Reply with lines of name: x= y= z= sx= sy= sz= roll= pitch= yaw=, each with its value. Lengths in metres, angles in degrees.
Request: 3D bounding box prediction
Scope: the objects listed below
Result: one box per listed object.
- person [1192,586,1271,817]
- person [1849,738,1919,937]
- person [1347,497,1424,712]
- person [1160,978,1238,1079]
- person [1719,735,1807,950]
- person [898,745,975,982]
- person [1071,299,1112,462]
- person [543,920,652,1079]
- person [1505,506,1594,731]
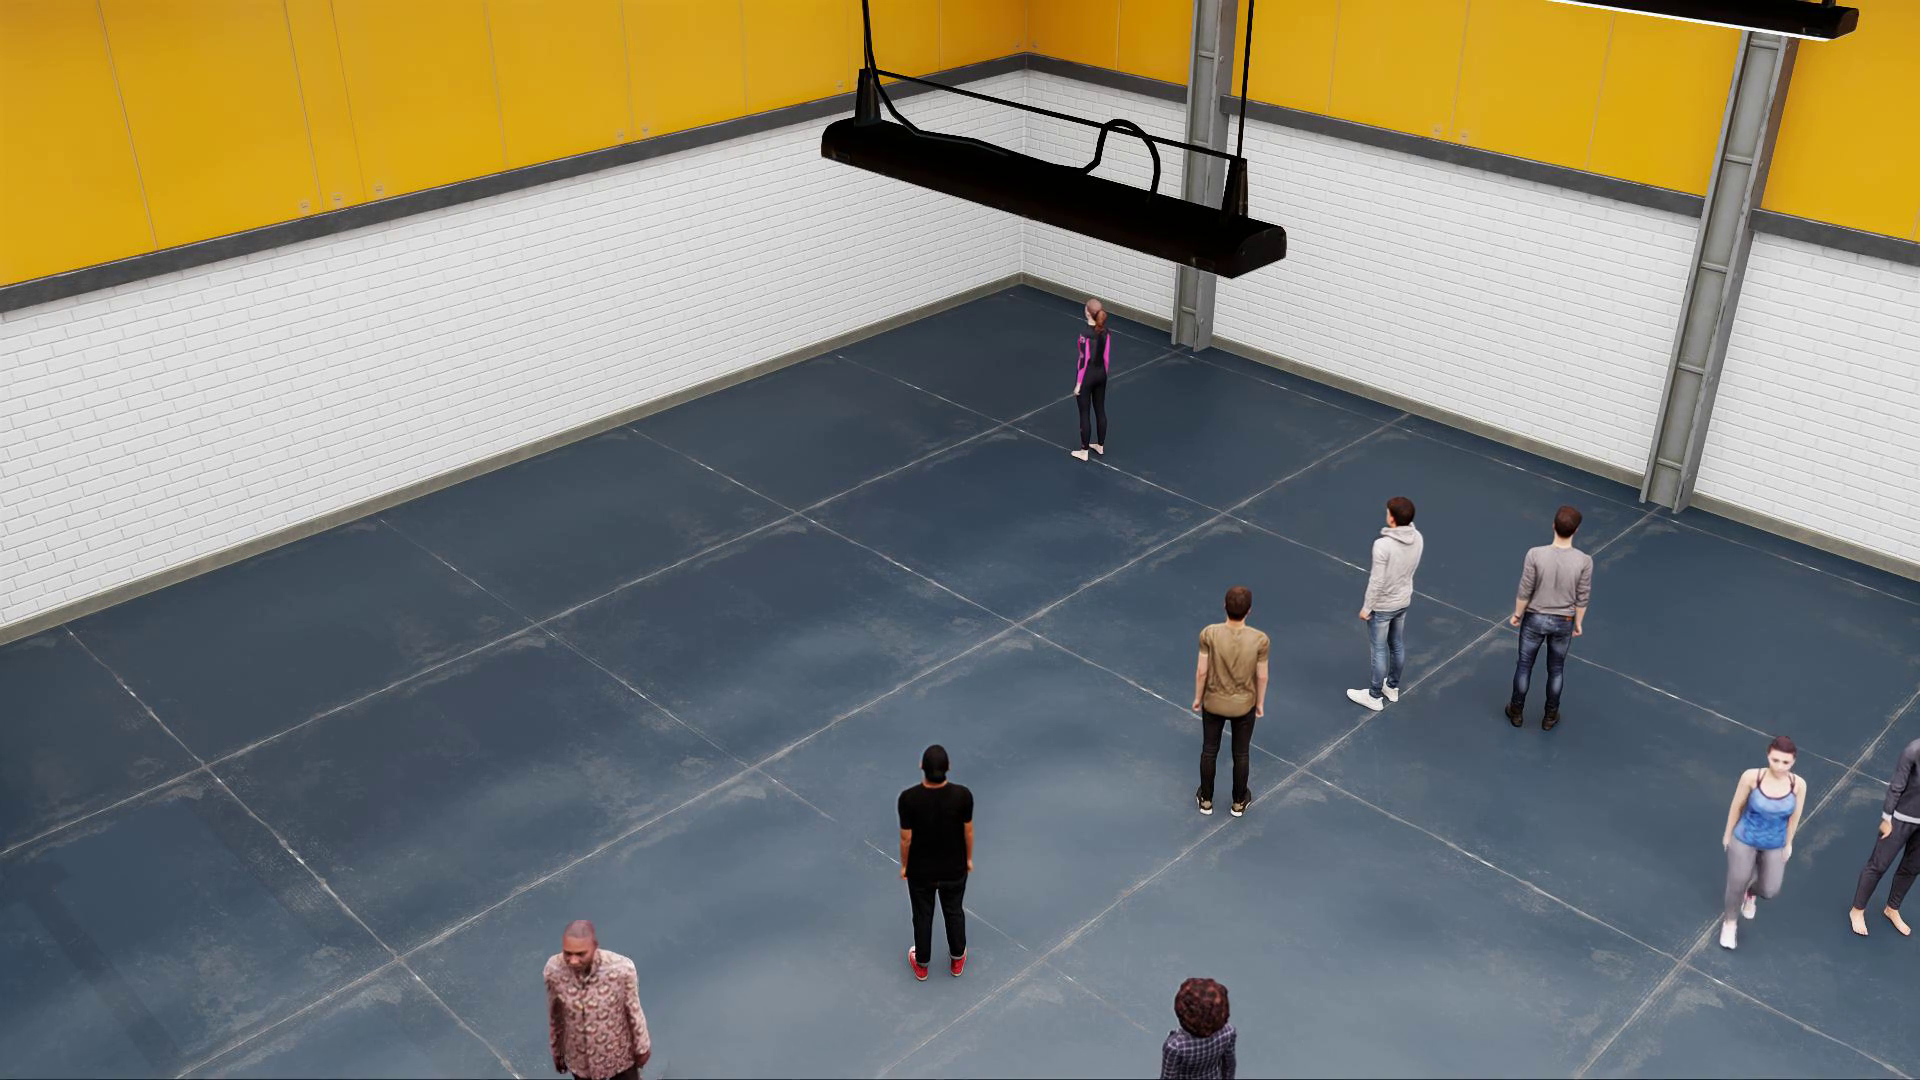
person: x=1.934 y=1.160 z=11.975 sx=0.702 sy=1.851 sz=0.812 roll=5 pitch=29 yaw=10
person: x=6.238 y=1.809 z=10.871 sx=0.673 sy=1.767 sz=0.735 roll=0 pitch=29 yaw=0
person: x=3.411 y=0.495 z=13.191 sx=0.687 sy=1.853 sz=0.596 roll=-21 pitch=35 yaw=-33
person: x=1.237 y=2.976 z=8.799 sx=0.694 sy=1.702 sz=0.685 roll=-10 pitch=30 yaw=-18
person: x=5.199 y=1.928 z=10.827 sx=0.757 sy=1.601 sz=0.788 roll=9 pitch=30 yaw=16
person: x=-0.145 y=2.031 z=10.473 sx=0.725 sy=1.759 sz=0.761 roll=-4 pitch=29 yaw=-7
person: x=1.368 y=-1.674 z=17.273 sx=0.587 sy=1.752 sz=0.606 roll=-19 pitch=34 yaw=-31
person: x=-1.953 y=2.742 z=9.139 sx=1.010 sy=1.788 sz=1.066 roll=1 pitch=29 yaw=1
person: x=4.572 y=0.618 z=12.911 sx=0.711 sy=1.905 sz=0.841 roll=8 pitch=30 yaw=14
